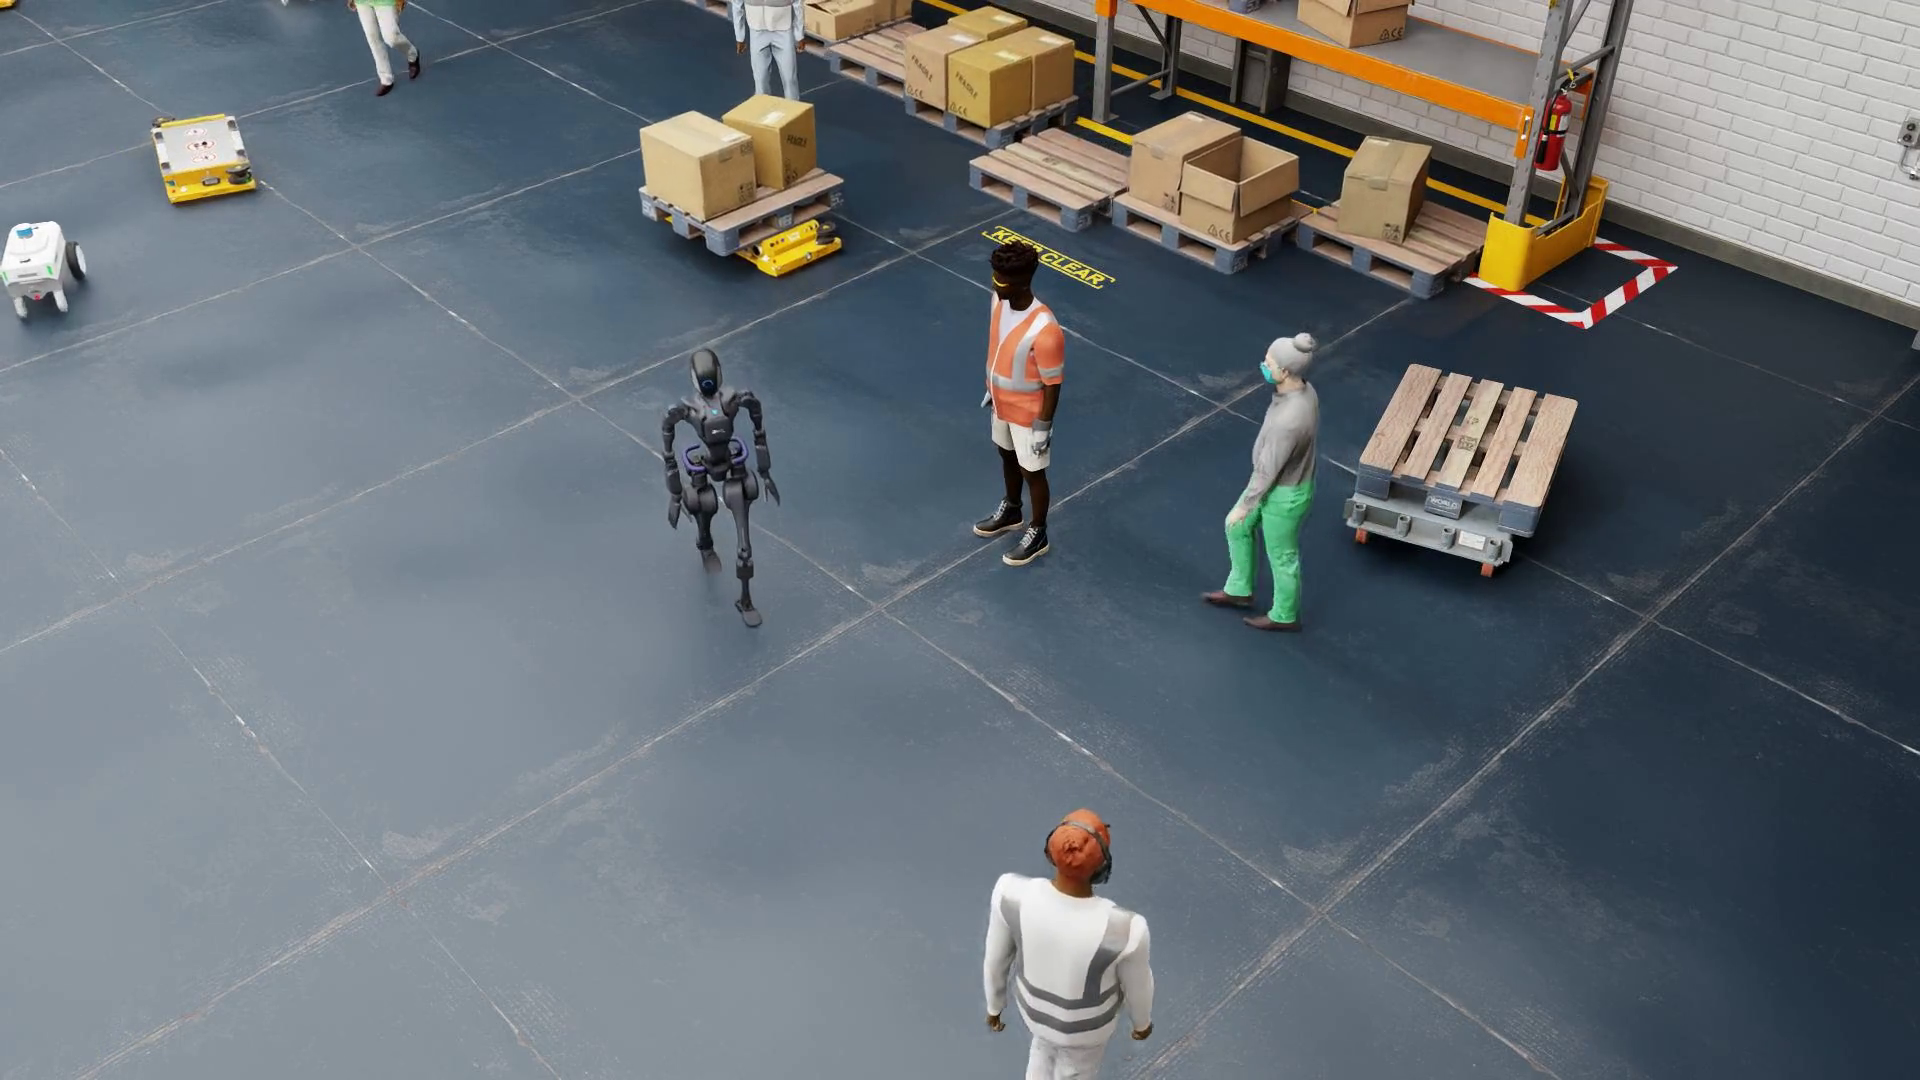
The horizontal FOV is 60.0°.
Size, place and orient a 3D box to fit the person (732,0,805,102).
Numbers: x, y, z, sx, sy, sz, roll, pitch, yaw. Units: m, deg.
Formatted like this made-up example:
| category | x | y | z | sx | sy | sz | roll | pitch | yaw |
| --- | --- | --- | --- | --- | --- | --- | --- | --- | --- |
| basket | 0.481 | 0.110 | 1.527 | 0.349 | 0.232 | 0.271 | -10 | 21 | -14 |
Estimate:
| category | x | y | z | sx | sy | sz | roll | pitch | yaw |
| --- | --- | --- | --- | --- | --- | --- | --- | --- | --- |
| person | -1.572 | -4.209 | 13.750 | 0.595 | 1.908 | 0.408 | 1 | 37 | 2 |

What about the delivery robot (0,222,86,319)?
| category | x | y | z | sx | sy | sz | roll | pitch | yaw |
| --- | --- | --- | --- | --- | --- | --- | --- | --- | --- |
| delivery robot | -6.621 | -1.980 | 11.933 | 0.499 | 0.614 | 0.818 | -11 | 39 | -15 |

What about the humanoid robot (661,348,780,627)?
| category | x | y | z | sx | sy | sz | roll | pitch | yaw |
| --- | --- | --- | --- | --- | --- | --- | --- | --- | --- |
| humanoid robot | -1.293 | -0.358 | 8.868 | 0.608 | 1.627 | 0.728 | -13 | 39 | -17 |

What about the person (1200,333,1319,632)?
| category | x | y | z | sx | sy | sz | roll | pitch | yaw |
| --- | --- | --- | --- | --- | --- | --- | --- | --- | --- |
| person | 1.546 | -0.281 | 8.610 | 0.664 | 1.825 | 0.510 | 7 | 38 | 9 |

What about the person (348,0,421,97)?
| category | x | y | z | sx | sy | sz | roll | pitch | yaw |
| --- | --- | --- | --- | --- | --- | --- | --- | --- | --- |
| person | -5.158 | -4.835 | 14.694 | 0.548 | 1.771 | 0.473 | 8 | 38 | 11 |

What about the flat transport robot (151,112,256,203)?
| category | x | y | z | sx | sy | sz | roll | pitch | yaw |
| --- | --- | --- | --- | --- | --- | --- | --- | --- | --- |
| flat transport robot | -6.269 | -3.194 | 13.761 | 0.659 | 0.231 | 1.431 | -16 | 40 | -20 |

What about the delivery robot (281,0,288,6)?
| category | x | y | z | sx | sy | sz | roll | pitch | yaw |
| --- | --- | --- | --- | --- | --- | --- | --- | --- | --- |
| delivery robot | -6.933 | -5.841 | 17.021 | 0.499 | 0.586 | 0.782 | -24 | 43 | -29 |

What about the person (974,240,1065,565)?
| category | x | y | z | sx | sy | sz | roll | pitch | yaw |
| --- | --- | --- | --- | --- | --- | --- | --- | --- | --- |
| person | 0.321 | -0.751 | 9.121 | 0.364 | 1.962 | 0.610 | -19 | 41 | -23 |

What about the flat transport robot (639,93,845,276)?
| category | x | y | z | sx | sy | sz | roll | pitch | yaw |
| --- | --- | --- | --- | --- | --- | --- | --- | --- | --- |
| flat transport robot | -1.633 | -2.432 | 12.753 | 1.431 | 0.231 | 0.659 | 31 | 47 | 34 |

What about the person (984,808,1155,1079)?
| category | x | y | z | sx | sy | sz | roll | pitch | yaw |
| --- | --- | --- | --- | --- | --- | --- | --- | --- | --- |
| person | 0.414 | 1.656 | 6.013 | 0.589 | 1.863 | 0.509 | 18 | 41 | 22 |

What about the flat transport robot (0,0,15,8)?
| category | x | y | z | sx | sy | sz | roll | pitch | yaw |
| --- | --- | --- | --- | --- | --- | --- | --- | --- | --- |
| flat transport robot | -10.337 | -5.560 | 16.894 | 1.431 | 0.231 | 0.659 | -6 | 38 | -8 |
